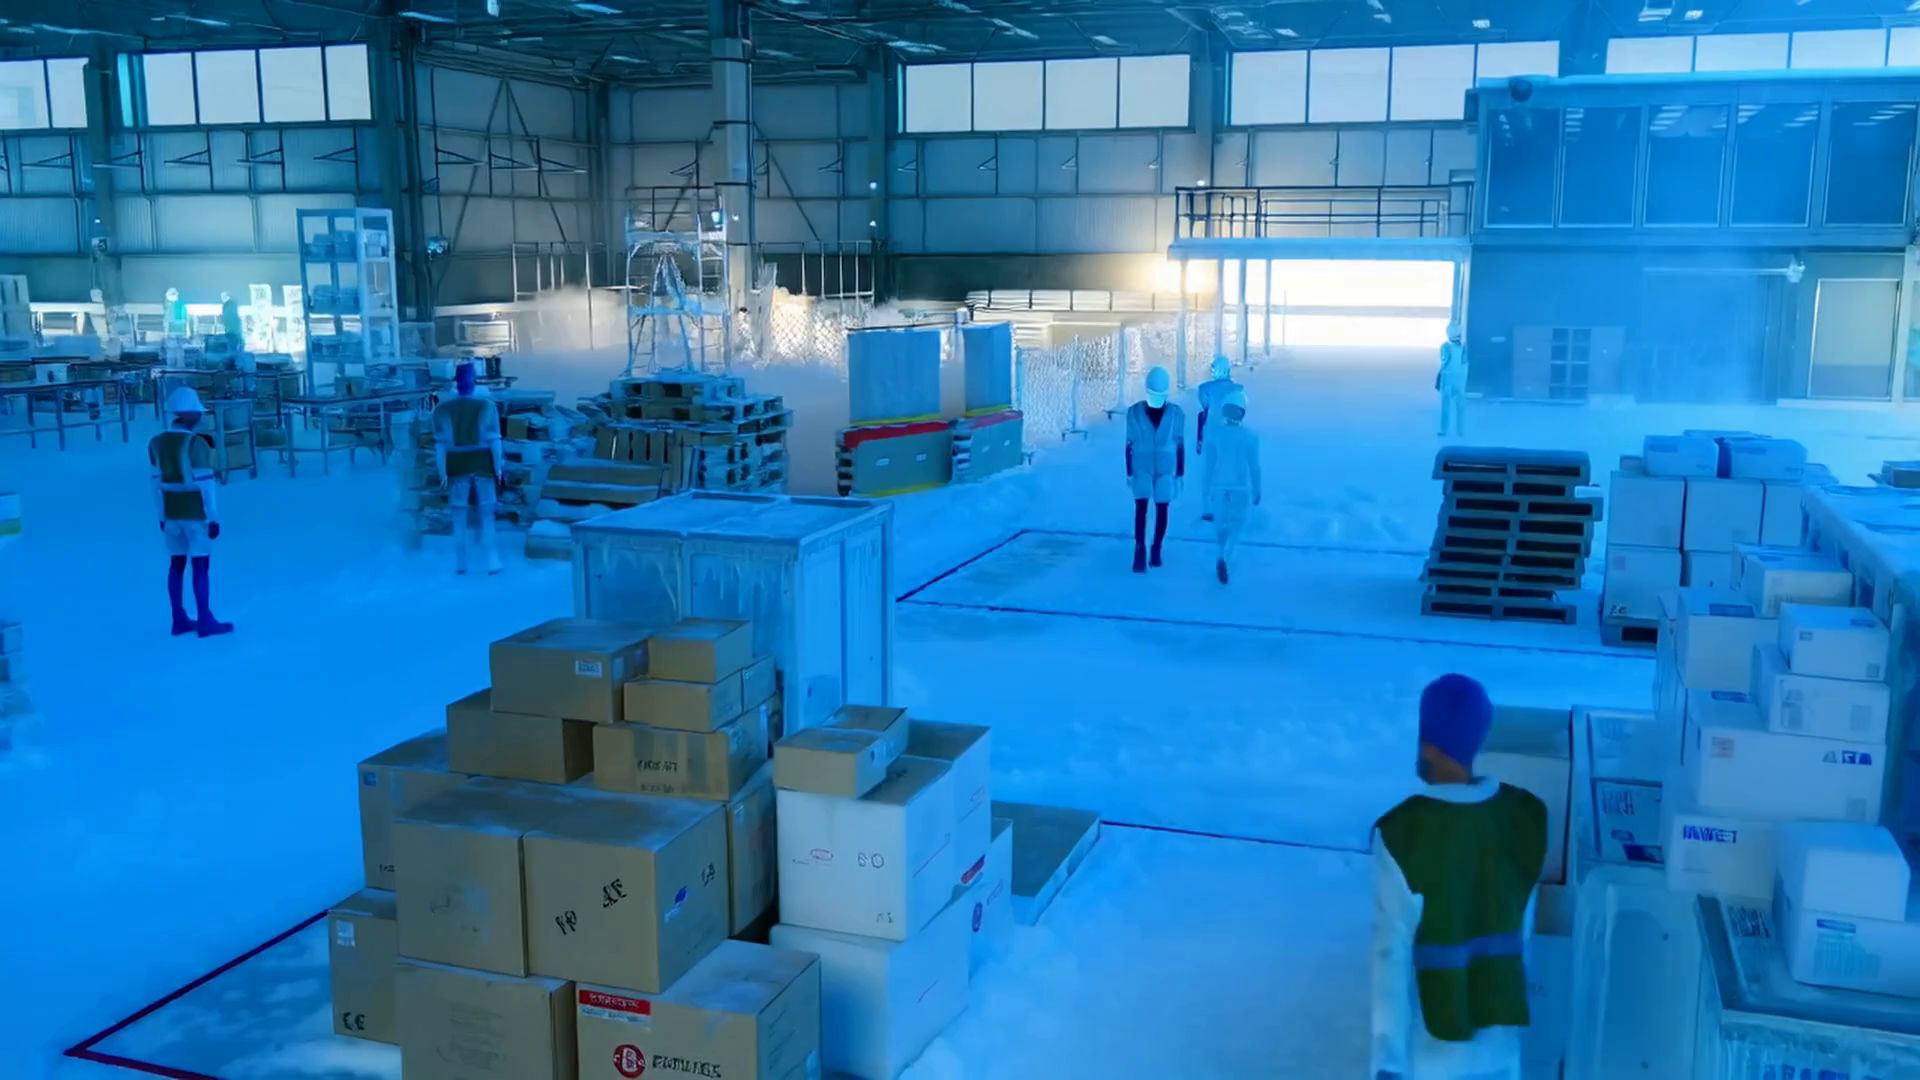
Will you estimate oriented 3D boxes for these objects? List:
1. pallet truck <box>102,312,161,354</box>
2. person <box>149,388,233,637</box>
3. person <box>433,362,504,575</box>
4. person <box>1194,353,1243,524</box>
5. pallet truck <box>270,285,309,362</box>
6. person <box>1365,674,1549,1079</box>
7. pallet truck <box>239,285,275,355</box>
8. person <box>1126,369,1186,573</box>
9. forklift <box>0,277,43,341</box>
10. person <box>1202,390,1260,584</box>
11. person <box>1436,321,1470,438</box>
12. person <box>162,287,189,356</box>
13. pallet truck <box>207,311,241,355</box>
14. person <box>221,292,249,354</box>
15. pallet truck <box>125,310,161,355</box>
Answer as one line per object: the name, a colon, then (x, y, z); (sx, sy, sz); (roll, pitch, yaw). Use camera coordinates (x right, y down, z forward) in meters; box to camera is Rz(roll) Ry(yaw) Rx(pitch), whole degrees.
pallet truck: (-23.057, -5.777, 46.261); (0.680, 1.201, 1.601); (3, 11, 19)
person: (-5.984, -0.215, 12.941); (0.552, 1.934, 0.373); (4, 11, 19)
person: (-4.511, -0.651, 15.311); (0.608, 1.966, 0.374); (-2, 10, -10)
person: (2.822, -1.108, 18.171); (0.538, 1.866, 0.313); (-1, 10, -4)
pallet truck: (-17.147, -5.700, 43.663); (0.823, 1.965, 1.885); (3, 11, 17)
person: (1.365, 1.311, 4.554); (0.597, 1.878, 0.960); (-4, 11, -23)
pallet truck: (-18.327, -5.835, 44.421); (0.823, 1.965, 1.885); (4, 11, 23)
person: (1.805, -0.630, 15.414); (0.553, 1.883, 0.988); (1, 10, 7)
forklift: (-27.151, -6.329, 46.328); (1.157, 1.987, 2.680); (3, 11, 17)
person: (2.408, -0.469, 14.942); (0.531, 1.746, 0.721); (5, 11, 27)
person: (7.784, -2.534, 26.262); (0.515, 1.843, 0.325); (-1, 10, -6)
person: (-18.531, -4.941, 39.300); (0.401, 2.034, 0.602); (8, 13, 37)
pallet truck: (-19.537, -5.575, 44.913); (0.653, 1.274, 1.630); (3, 11, 19)
person: (-18.318, -5.321, 41.971); (0.961, 1.854, 0.631); (-2, 10, -12)
pallet truck: (-22.038, -5.665, 45.457); (0.704, 1.261, 1.522); (3, 11, 17)
